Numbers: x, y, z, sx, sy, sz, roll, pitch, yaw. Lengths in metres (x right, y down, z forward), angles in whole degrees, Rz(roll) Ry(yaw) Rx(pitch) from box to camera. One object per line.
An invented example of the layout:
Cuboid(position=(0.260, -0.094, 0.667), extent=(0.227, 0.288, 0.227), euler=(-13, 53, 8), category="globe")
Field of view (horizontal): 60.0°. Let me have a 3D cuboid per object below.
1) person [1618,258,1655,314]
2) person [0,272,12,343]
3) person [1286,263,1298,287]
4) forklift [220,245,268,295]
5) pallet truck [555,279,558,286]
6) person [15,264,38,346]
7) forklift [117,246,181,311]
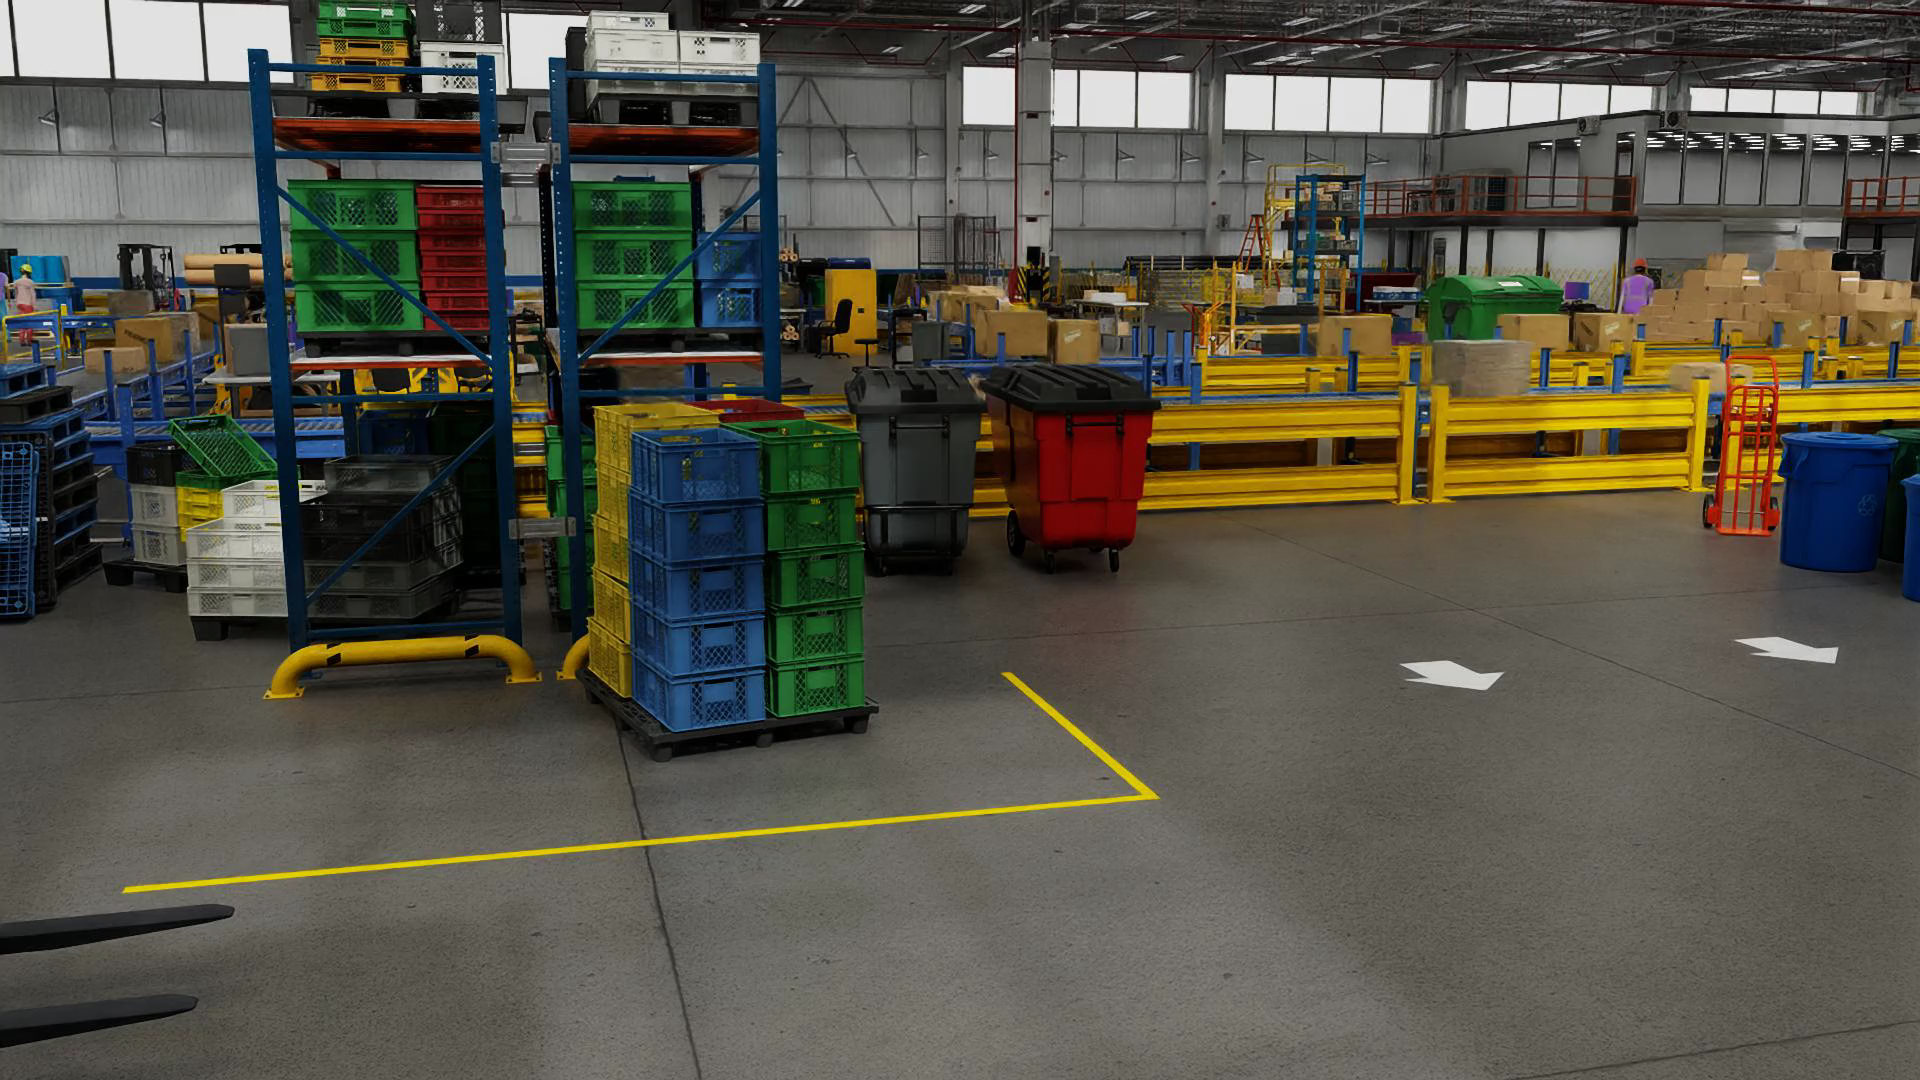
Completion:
Cuboid(position=(12.374, -4.192, 30.452), extent=(0.624, 1.904, 0.685), euler=(5, 11, 26), category="person")
Cuboid(position=(-21.238, -5.253, 36.637), extent=(0.570, 1.840, 0.373), euler=(-7, 12, -34), category="person")
Cuboid(position=(9.746, -7.315, 48.644), extent=(0.470, 1.725, 0.508), euler=(-2, 10, -13), category="person")
Cuboid(position=(-17.749, -6.334, 41.440), extent=(1.157, 1.987, 2.680), euler=(-3, 10, -17), category="forklift")
Cuboid(position=(-10.604, -6.375, 44.520), extent=(0.653, 1.274, 1.630), euler=(-3, 10, -15), category="pallet truck")
Cuboid(position=(-19.895, -5.001, 35.496), extent=(0.533, 1.746, 0.381), euler=(3, 11, 19), category="person")
Cuboid(position=(-19.966, -6.232, 40.894), extent=(1.157, 1.987, 2.680), euler=(-3, 10, -15), category="forklift")
